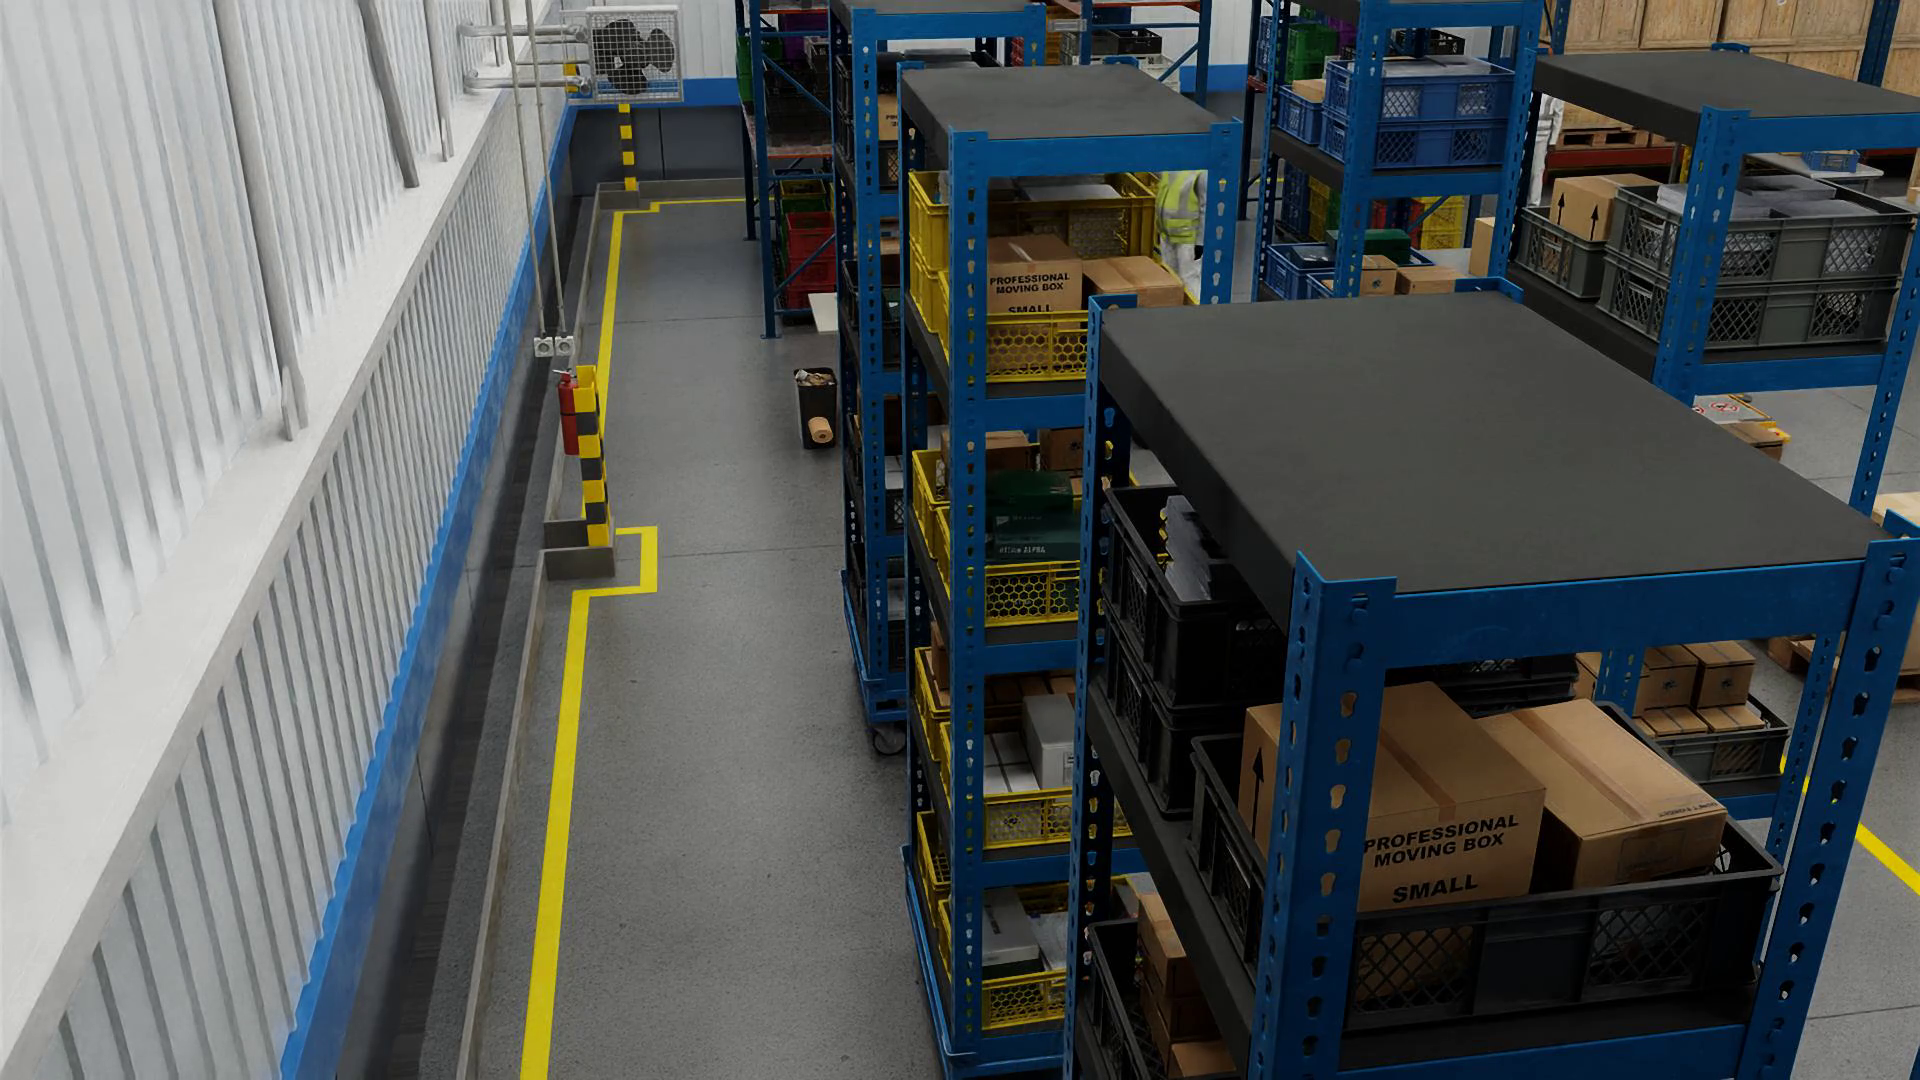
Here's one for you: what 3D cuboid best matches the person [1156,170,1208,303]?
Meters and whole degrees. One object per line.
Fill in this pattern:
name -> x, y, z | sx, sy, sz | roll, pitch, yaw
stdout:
person -> 1.855, -2.562, 13.969 | 0.430, 1.844, 0.624 | -13, 28, -27

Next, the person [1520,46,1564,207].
person -> 6.042, -4.262, 17.619 | 0.583, 1.879, 0.350 | 14, 28, 28
